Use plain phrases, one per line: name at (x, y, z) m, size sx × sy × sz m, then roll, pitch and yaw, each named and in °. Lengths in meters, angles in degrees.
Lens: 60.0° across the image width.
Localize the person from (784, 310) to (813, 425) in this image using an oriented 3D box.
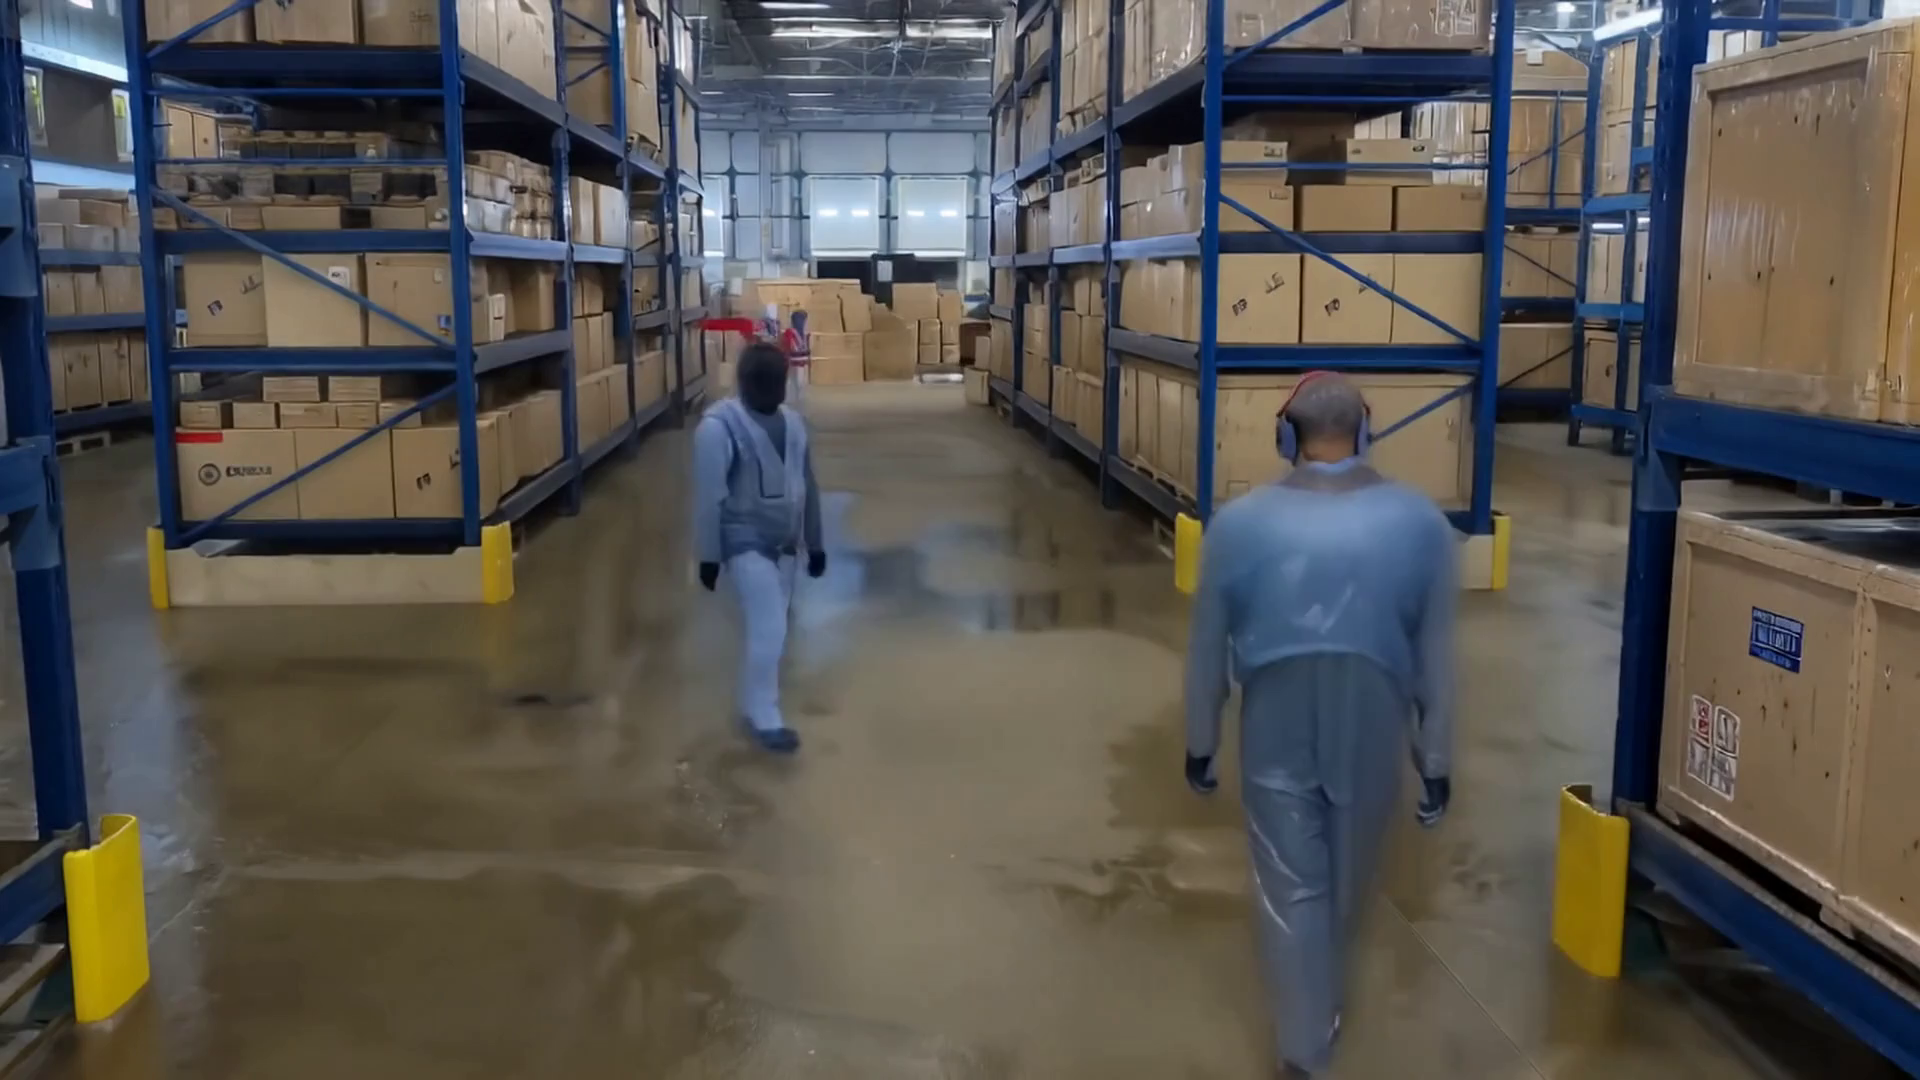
person at (-2.275, -2.420, 23.430) m, size 0.347 × 1.628 × 0.525 m, roll 7°, pitch 11°, yaw 36°

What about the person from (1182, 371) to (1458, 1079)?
person at (0.907, 0.499, 4.347) m, size 0.665 × 1.865 × 0.963 m, roll 0°, pitch 9°, yaw 1°

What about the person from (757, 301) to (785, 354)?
person at (-3.223, -3.337, 29.039) m, size 0.787 × 1.662 × 0.549 m, roll 9°, pitch 13°, yaw 44°

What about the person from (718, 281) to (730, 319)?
person at (-8.696, -8.690, 61.962) m, size 0.856 × 1.893 × 0.619 m, roll 1°, pitch 9°, yaw 5°

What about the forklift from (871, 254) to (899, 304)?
forklift at (-2.482, -8.176, 55.669) m, size 1.129 × 2.768 × 1.873 m, roll -6°, pitch 11°, yaw -32°

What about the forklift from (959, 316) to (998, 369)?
forklift at (1.009, -5.064, 36.127) m, size 1.873 × 2.768 × 1.129 m, roll 5°, pitch 10°, yaw 29°

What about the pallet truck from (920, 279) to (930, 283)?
pallet truck at (-0.932, -8.922, 63.114) m, size 1.885 × 1.965 × 0.823 m, roll 2°, pitch 9°, yaw 13°

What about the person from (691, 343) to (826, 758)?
person at (-0.805, 0.046, 7.341) m, size 0.622 × 1.820 × 0.653 m, roll 6°, pitch 11°, yaw 35°
